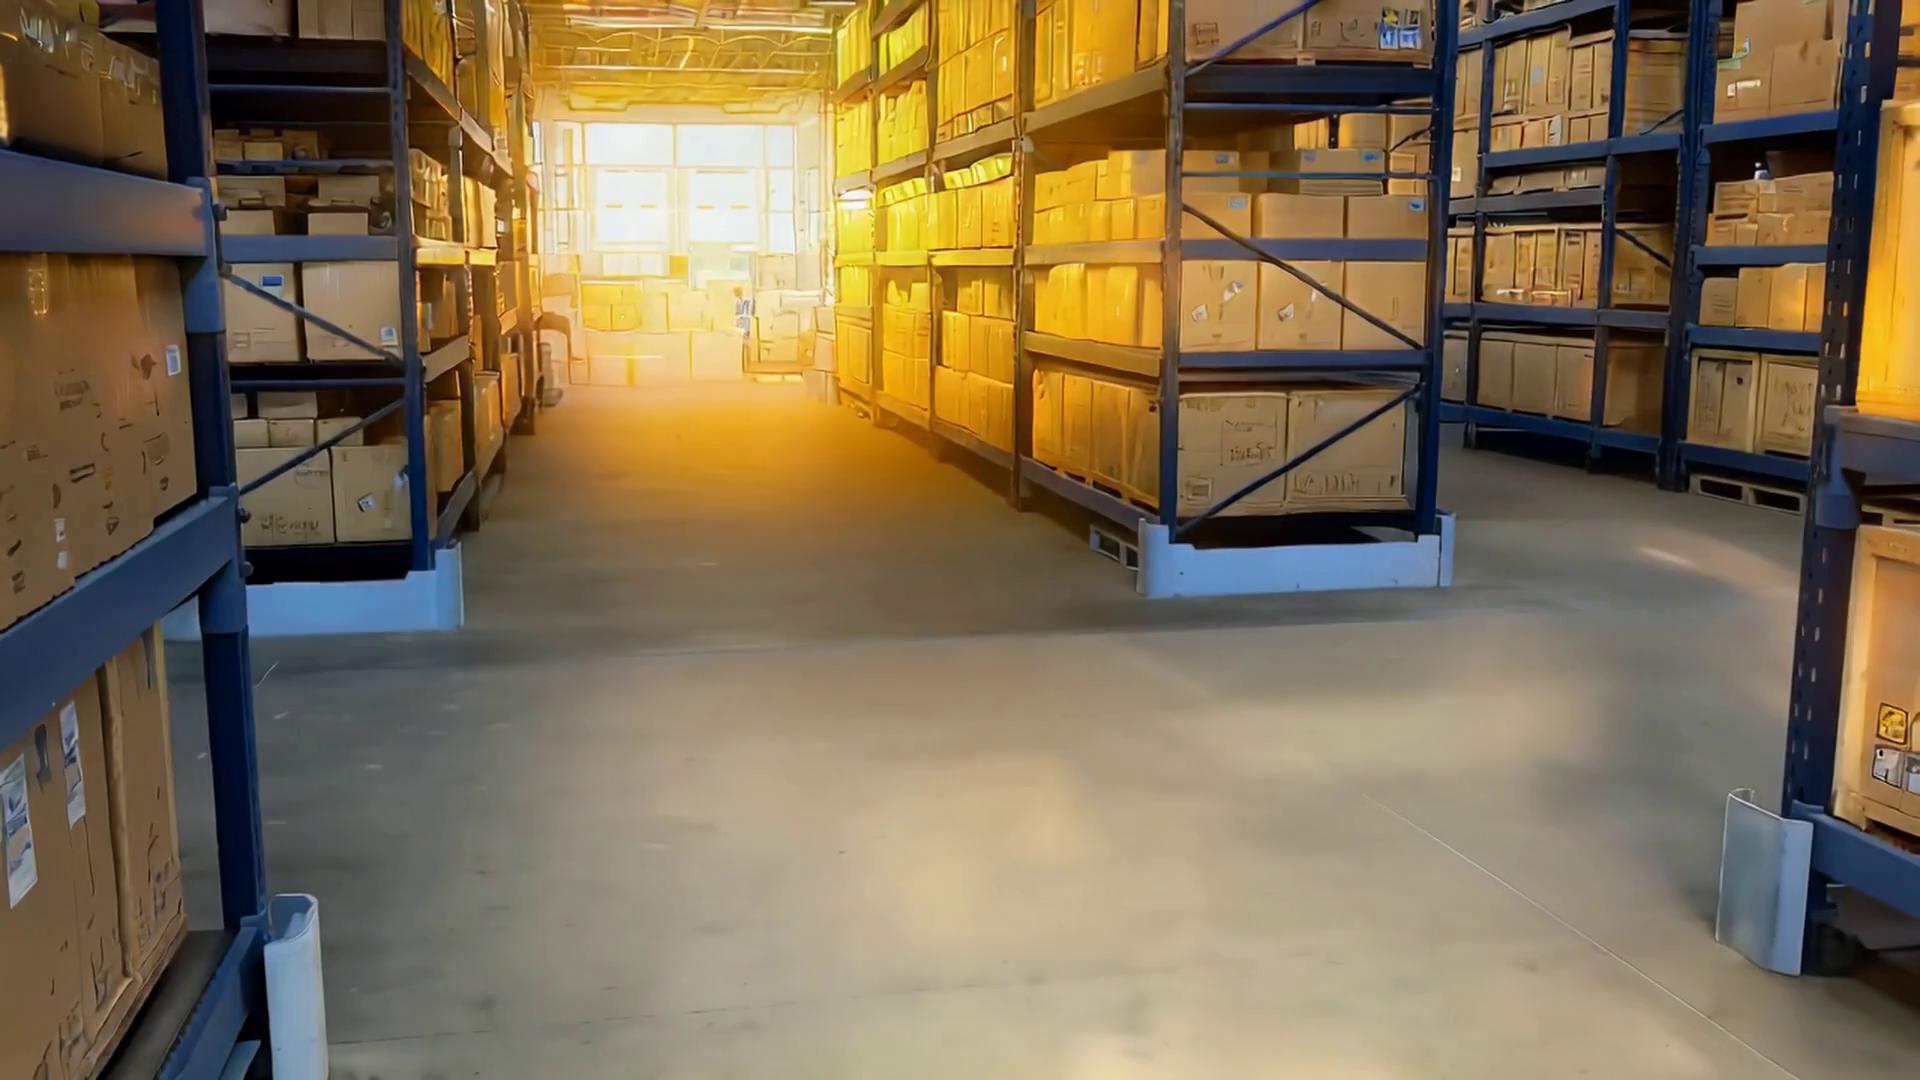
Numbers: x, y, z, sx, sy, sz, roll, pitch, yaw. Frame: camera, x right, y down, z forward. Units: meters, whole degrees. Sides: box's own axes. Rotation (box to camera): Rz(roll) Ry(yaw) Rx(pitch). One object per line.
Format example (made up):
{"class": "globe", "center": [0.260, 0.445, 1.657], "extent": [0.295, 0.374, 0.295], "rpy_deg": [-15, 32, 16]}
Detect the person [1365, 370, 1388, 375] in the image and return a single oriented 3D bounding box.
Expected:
{"class": "person", "center": [3.633, -1.126, 15.339], "extent": [0.677, 1.679, 0.471], "rpy_deg": [9, 13, 44]}

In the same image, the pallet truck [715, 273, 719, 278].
{"class": "pallet truck", "center": [-8.580, -8.986, 62.280], "extent": [1.885, 1.965, 0.823], "rpy_deg": [1, 9, 5]}

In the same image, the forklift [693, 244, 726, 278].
{"class": "forklift", "center": [-6.757, -6.590, 44.989], "extent": [1.129, 2.768, 1.873], "rpy_deg": [-2, 10, -12]}

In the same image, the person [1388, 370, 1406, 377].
{"class": "person", "center": [5.001, -1.951, 19.775], "extent": [0.675, 1.872, 0.847], "rpy_deg": [1, 9, 5]}

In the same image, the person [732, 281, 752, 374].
{"class": "person", "center": [-4.566, -4.439, 34.744], "extent": [0.364, 1.935, 0.553], "rpy_deg": [-8, 12, -39]}
